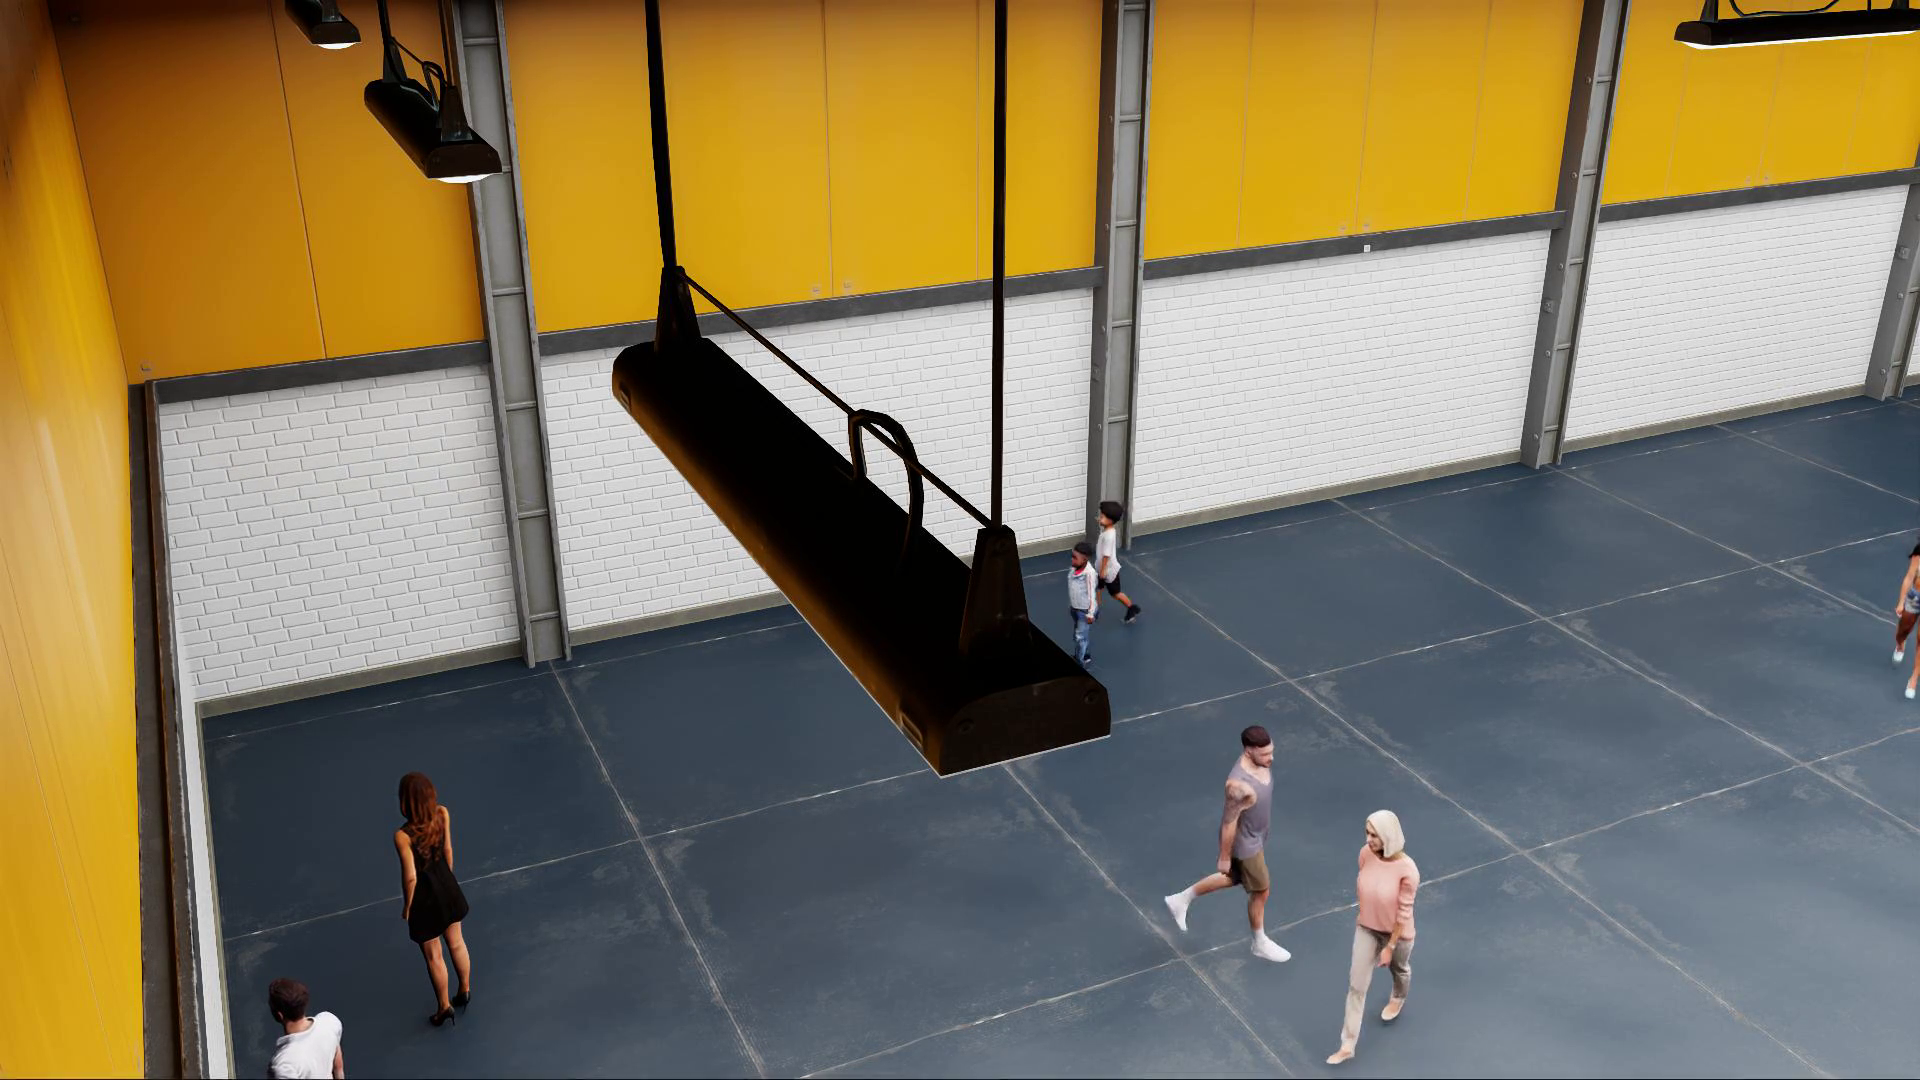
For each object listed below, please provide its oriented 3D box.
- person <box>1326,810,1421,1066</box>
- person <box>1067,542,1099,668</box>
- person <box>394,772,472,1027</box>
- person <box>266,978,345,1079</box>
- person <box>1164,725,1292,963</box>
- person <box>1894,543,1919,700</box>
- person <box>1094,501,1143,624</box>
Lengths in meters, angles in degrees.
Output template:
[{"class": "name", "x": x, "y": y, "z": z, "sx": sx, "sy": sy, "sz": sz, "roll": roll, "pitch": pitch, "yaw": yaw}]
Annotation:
[{"class": "person", "x": 2.702, "y": 2.417, "z": 10.386, "sx": 0.899, "sy": 1.665, "sz": 1.219, "roll": 20, "pitch": 31, "yaw": 39}, {"class": "person", "x": 1.139, "y": 0.582, "z": 15.099, "sx": 0.581, "sy": 1.252, "sz": 0.484, "roll": -10, "pitch": 25, "yaw": -21}, {"class": "person", "x": -3.332, "y": 2.269, "z": 10.512, "sx": 0.726, "sy": 1.835, "sz": 0.634, "roll": 13, "pitch": 27, "yaw": 28}, {"class": "person", "x": -3.354, "y": 3.064, "z": 8.674, "sx": 0.759, "sy": 1.851, "sz": 0.730, "roll": 5, "pitch": 24, "yaw": 12}, {"class": "person", "x": 1.782, "y": 1.961, "z": 10.960, "sx": 1.190, "sy": 1.803, "sz": 1.138, "roll": 8, "pitch": 25, "yaw": 17}, {"class": "person", "x": 8.505, "y": 0.565, "z": 14.714, "sx": 0.936, "sy": 1.593, "sz": 1.087, "roll": 13, "pitch": 27, "yaw": 27}, {"class": "person", "x": 1.474, "y": 0.230, "z": 15.916, "sx": 0.917, "sy": 1.242, "sz": 0.745, "roll": 2, "pitch": 24, "yaw": 4}]
